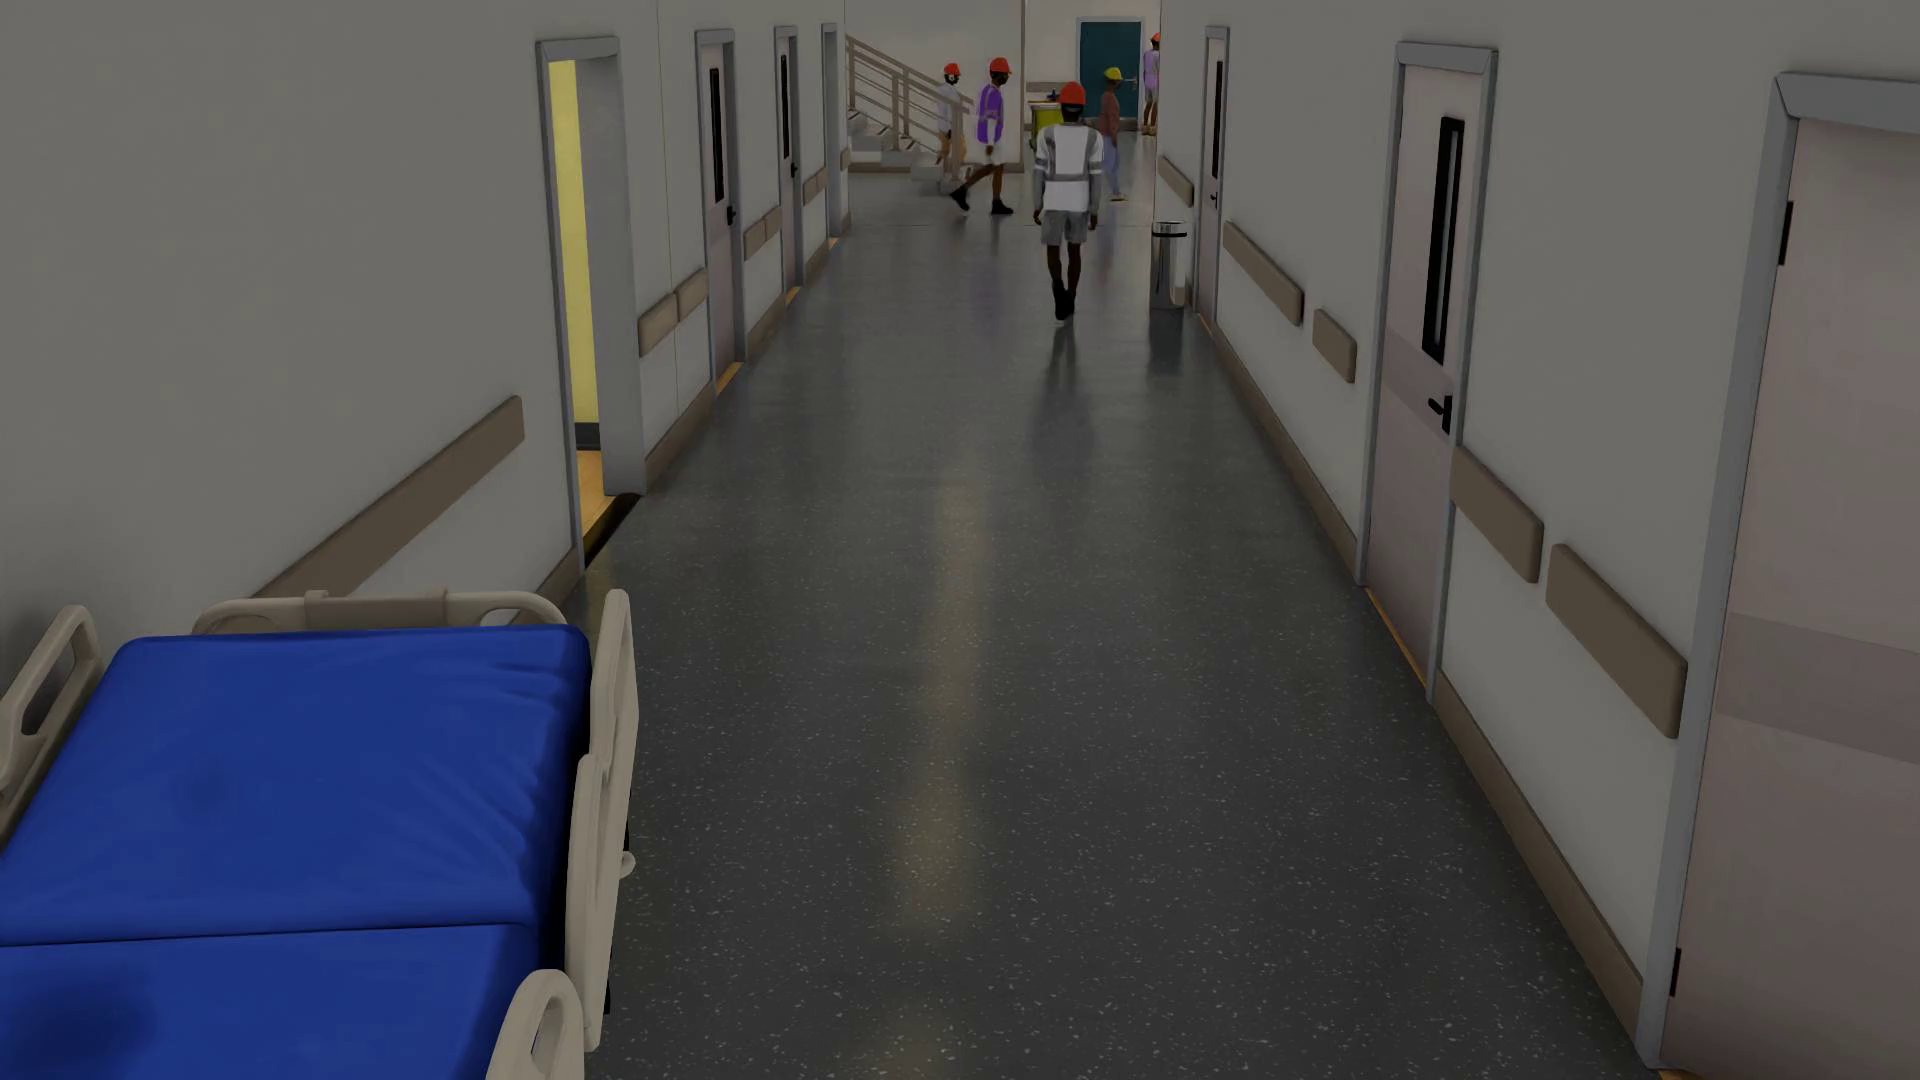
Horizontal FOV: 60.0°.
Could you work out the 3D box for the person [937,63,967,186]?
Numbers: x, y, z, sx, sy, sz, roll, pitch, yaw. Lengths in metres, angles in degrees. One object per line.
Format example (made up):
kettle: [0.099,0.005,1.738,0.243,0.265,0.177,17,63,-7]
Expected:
person: [-0.109,-5.973,23.957,0.475,1.736,0.574,-7,19,-21]

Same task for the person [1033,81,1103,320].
person: [0.881,-2.741,13.522,0.549,1.919,0.811,-1,18,-3]

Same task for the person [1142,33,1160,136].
person: [3.955,-9.234,33.738,0.403,2.031,0.614,-11,21,-31]

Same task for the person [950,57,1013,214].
person: [0.297,-4.986,20.584,0.718,1.912,0.561,-4,18,-13]
